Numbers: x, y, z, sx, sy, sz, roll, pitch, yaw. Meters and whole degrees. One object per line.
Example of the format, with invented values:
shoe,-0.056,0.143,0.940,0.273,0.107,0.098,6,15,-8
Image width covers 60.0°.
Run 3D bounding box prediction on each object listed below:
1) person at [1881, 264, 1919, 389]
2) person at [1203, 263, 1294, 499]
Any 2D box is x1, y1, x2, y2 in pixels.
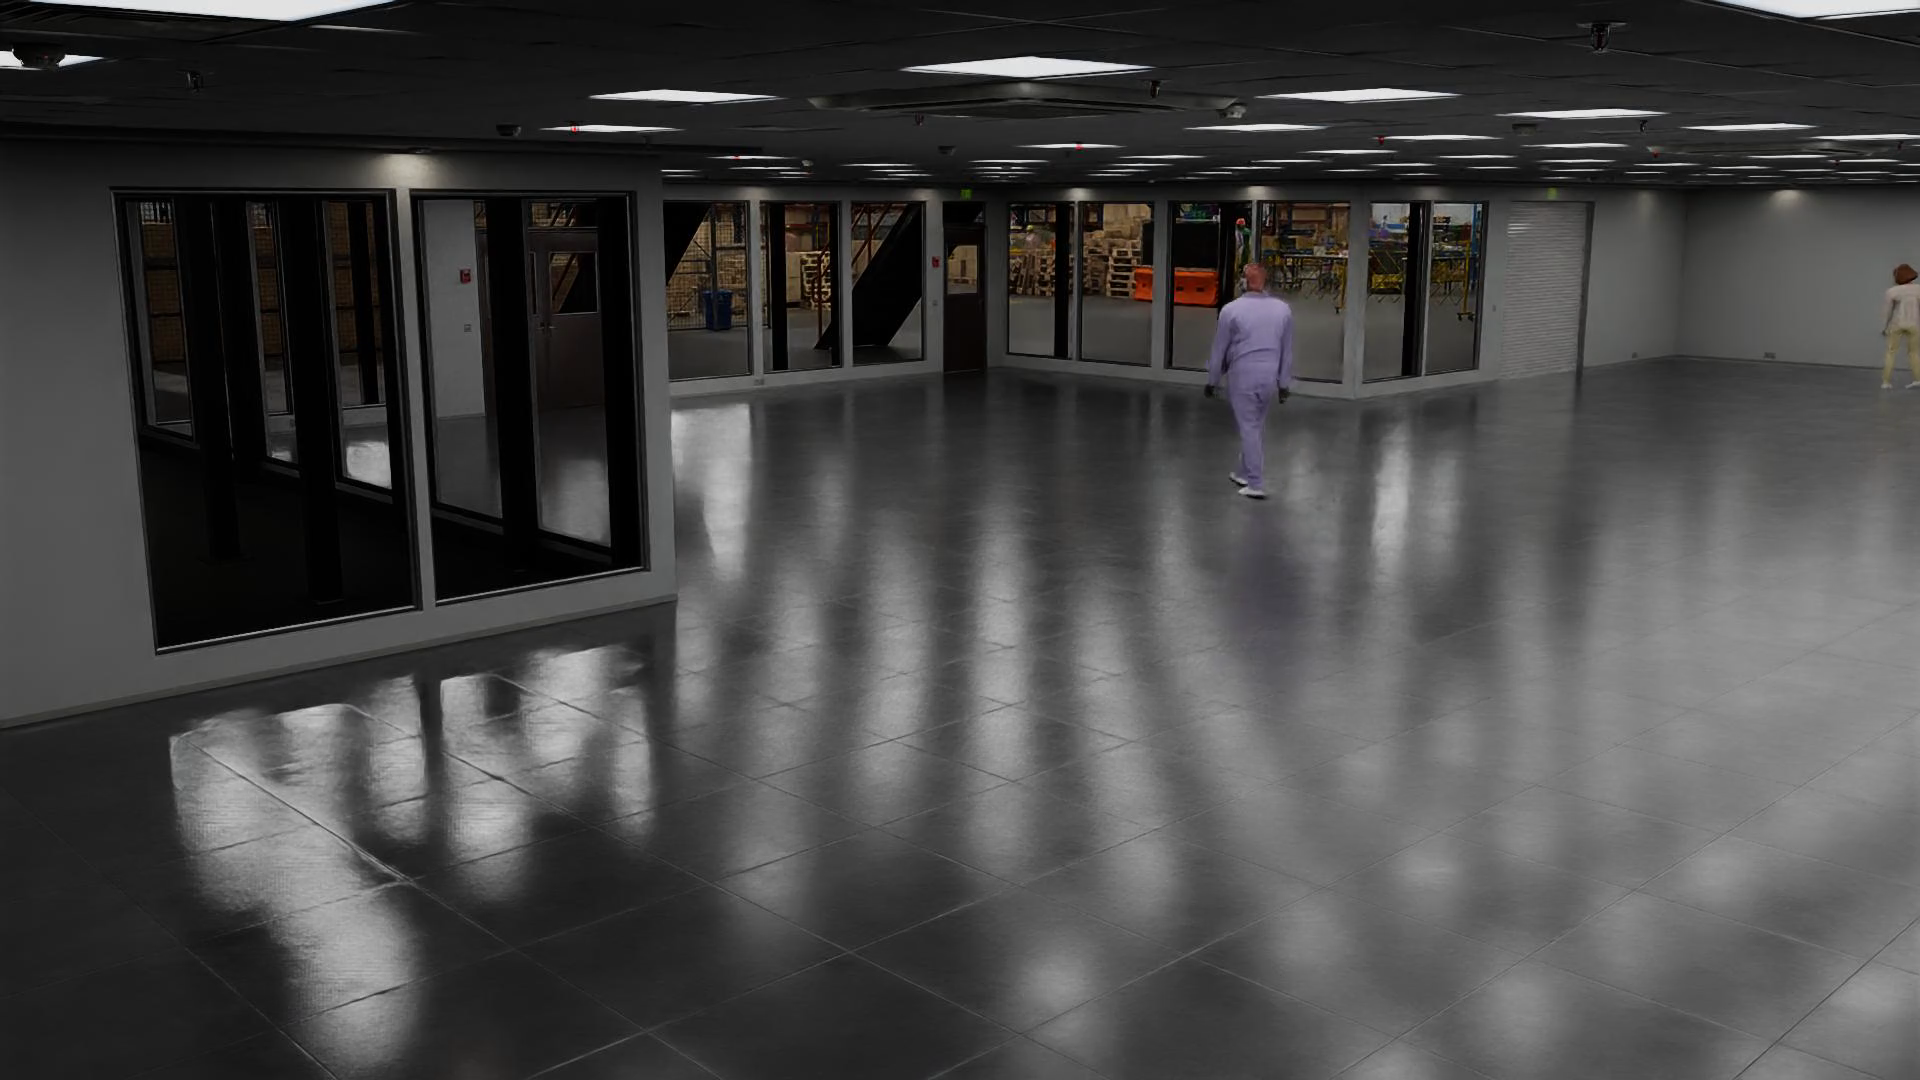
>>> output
person,12.201,-2.743,21.459,0.578,1.612,0.335,2,11,9
person,2.314,-1.310,13.601,0.657,1.869,0.897,-5,12,-22
